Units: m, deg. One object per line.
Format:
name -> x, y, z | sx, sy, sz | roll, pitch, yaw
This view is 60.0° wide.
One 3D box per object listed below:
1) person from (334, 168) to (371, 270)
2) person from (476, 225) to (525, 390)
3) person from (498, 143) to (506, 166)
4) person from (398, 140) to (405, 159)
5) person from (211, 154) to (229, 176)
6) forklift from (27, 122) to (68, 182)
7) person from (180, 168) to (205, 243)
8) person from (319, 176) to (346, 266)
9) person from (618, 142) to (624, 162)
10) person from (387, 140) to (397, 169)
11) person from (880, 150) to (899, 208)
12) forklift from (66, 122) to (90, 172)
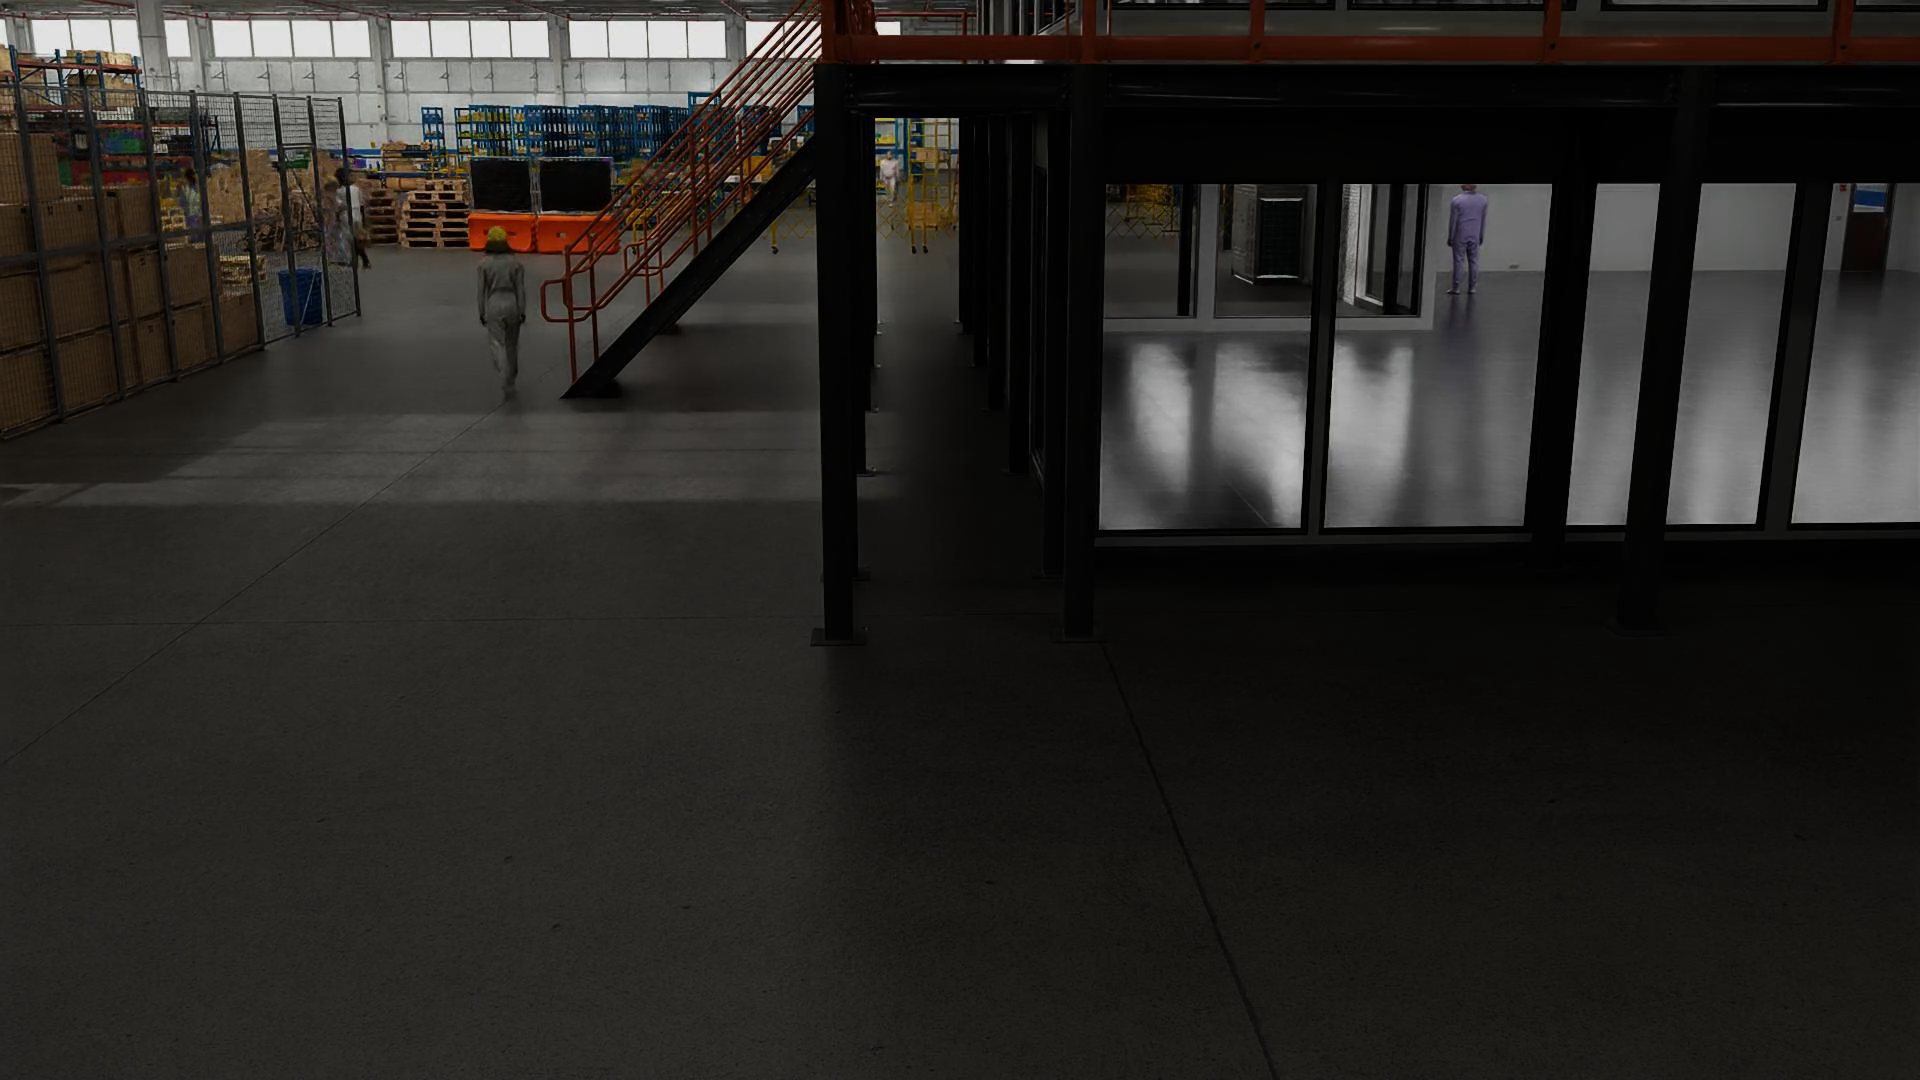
person -> -11.589, -6.126, 31.772 | 0.838, 1.925, 0.694 | 6, 15, 23
person -> -4.720, -2.378, 17.188 | 0.489, 1.728, 0.503 | -7, 16, -25
person -> -24.170, -20.074, 87.720 | 0.612, 1.813, 0.423 | -5, 15, -20
person -> -27.218, -18.546, 81.284 | 0.438, 1.974, 0.649 | -2, 14, -10
person -> -23.344, -11.300, 52.701 | 0.607, 1.794, 0.831 | 0, 14, 0
forklift -> -35.376, -14.773, 64.377 | 1.129, 2.768, 1.873 | -1, 14, -2
person -> -15.178, -6.386, 32.870 | 0.732, 1.890, 0.608 | 3, 14, 12
person -> -12.388, -6.267, 32.672 | 0.662, 1.740, 0.545 | 5, 15, 20
person -> -19.110, -21.403, 93.076 | 0.965, 1.791, 0.577 | 4, 15, 15
person -> -29.114, -19.510, 85.276 | 0.516, 1.914, 0.628 | 8, 16, 28
person -> -2.344, -12.063, 55.553 | 0.659, 1.890, 0.590 | 3, 14, 11
forklift -> -38.628, -16.991, 73.245 | 1.129, 2.768, 1.873 | -1, 14, -2
